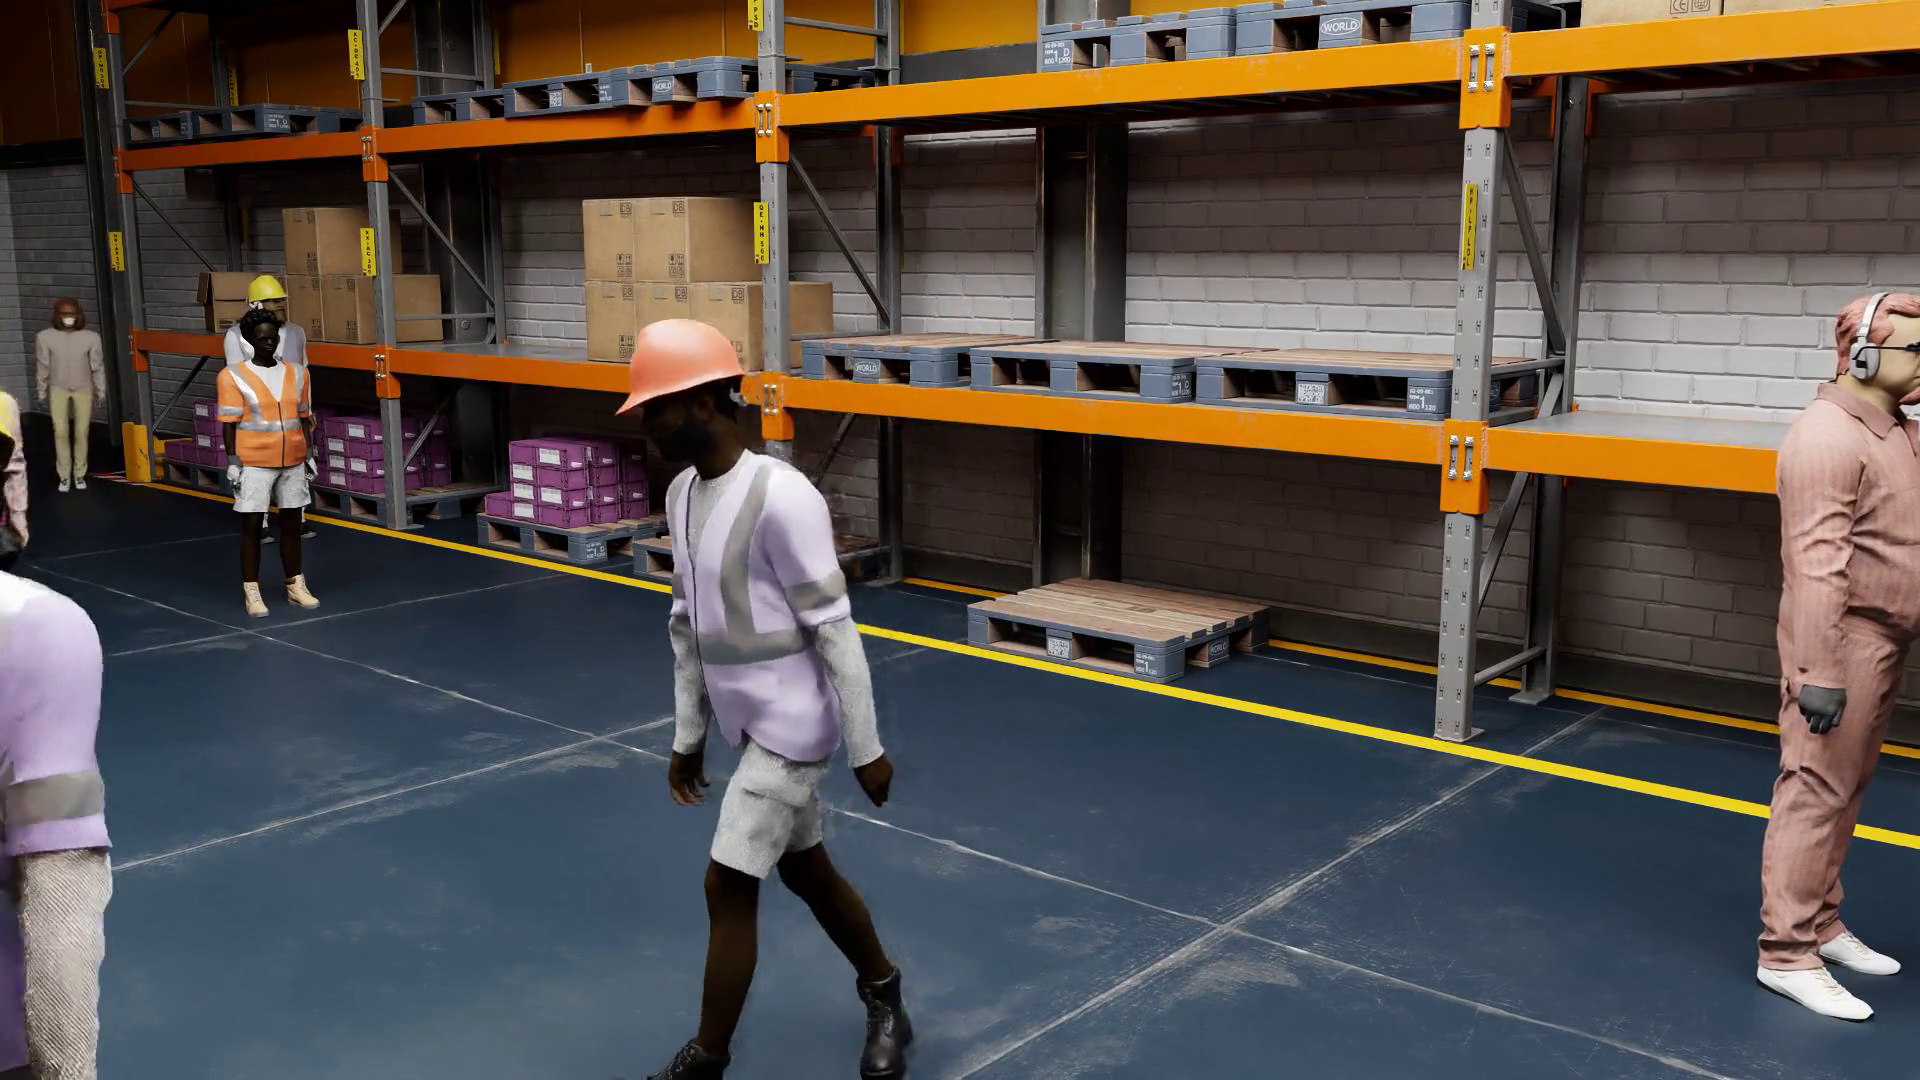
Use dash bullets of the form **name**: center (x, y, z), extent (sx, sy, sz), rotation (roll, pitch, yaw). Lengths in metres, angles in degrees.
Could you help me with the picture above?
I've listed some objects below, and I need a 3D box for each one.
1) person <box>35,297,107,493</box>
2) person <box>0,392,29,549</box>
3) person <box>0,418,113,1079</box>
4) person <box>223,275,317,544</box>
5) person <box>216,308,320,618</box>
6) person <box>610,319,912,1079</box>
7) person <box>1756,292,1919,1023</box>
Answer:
- **person**: center (-7.374, -1.204, 13.836), extent (0.514, 1.609, 0.606), rotation (-6, 12, -31)
- **person**: center (-4.295, -0.082, 7.152), extent (0.526, 1.726, 0.603), rotation (-8, 12, -37)
- **person**: center (-1.373, 0.681, 2.379), extent (0.745, 1.876, 0.465), rotation (5, 11, 27)
- **person**: center (-4.735, -0.900, 11.483), extent (0.404, 1.836, 0.600), rotation (8, 13, 39)
- **person**: center (-3.813, -0.429, 9.203), extent (0.315, 1.696, 0.540), rotation (8, 13, 39)
- **person**: center (-0.435, 0.424, 3.894), extent (0.837, 1.877, 0.563), rotation (-5, 11, -27)
- **person**: center (2.400, 0.299, 4.458), extent (0.409, 1.907, 0.651), rotation (8, 13, 39)
